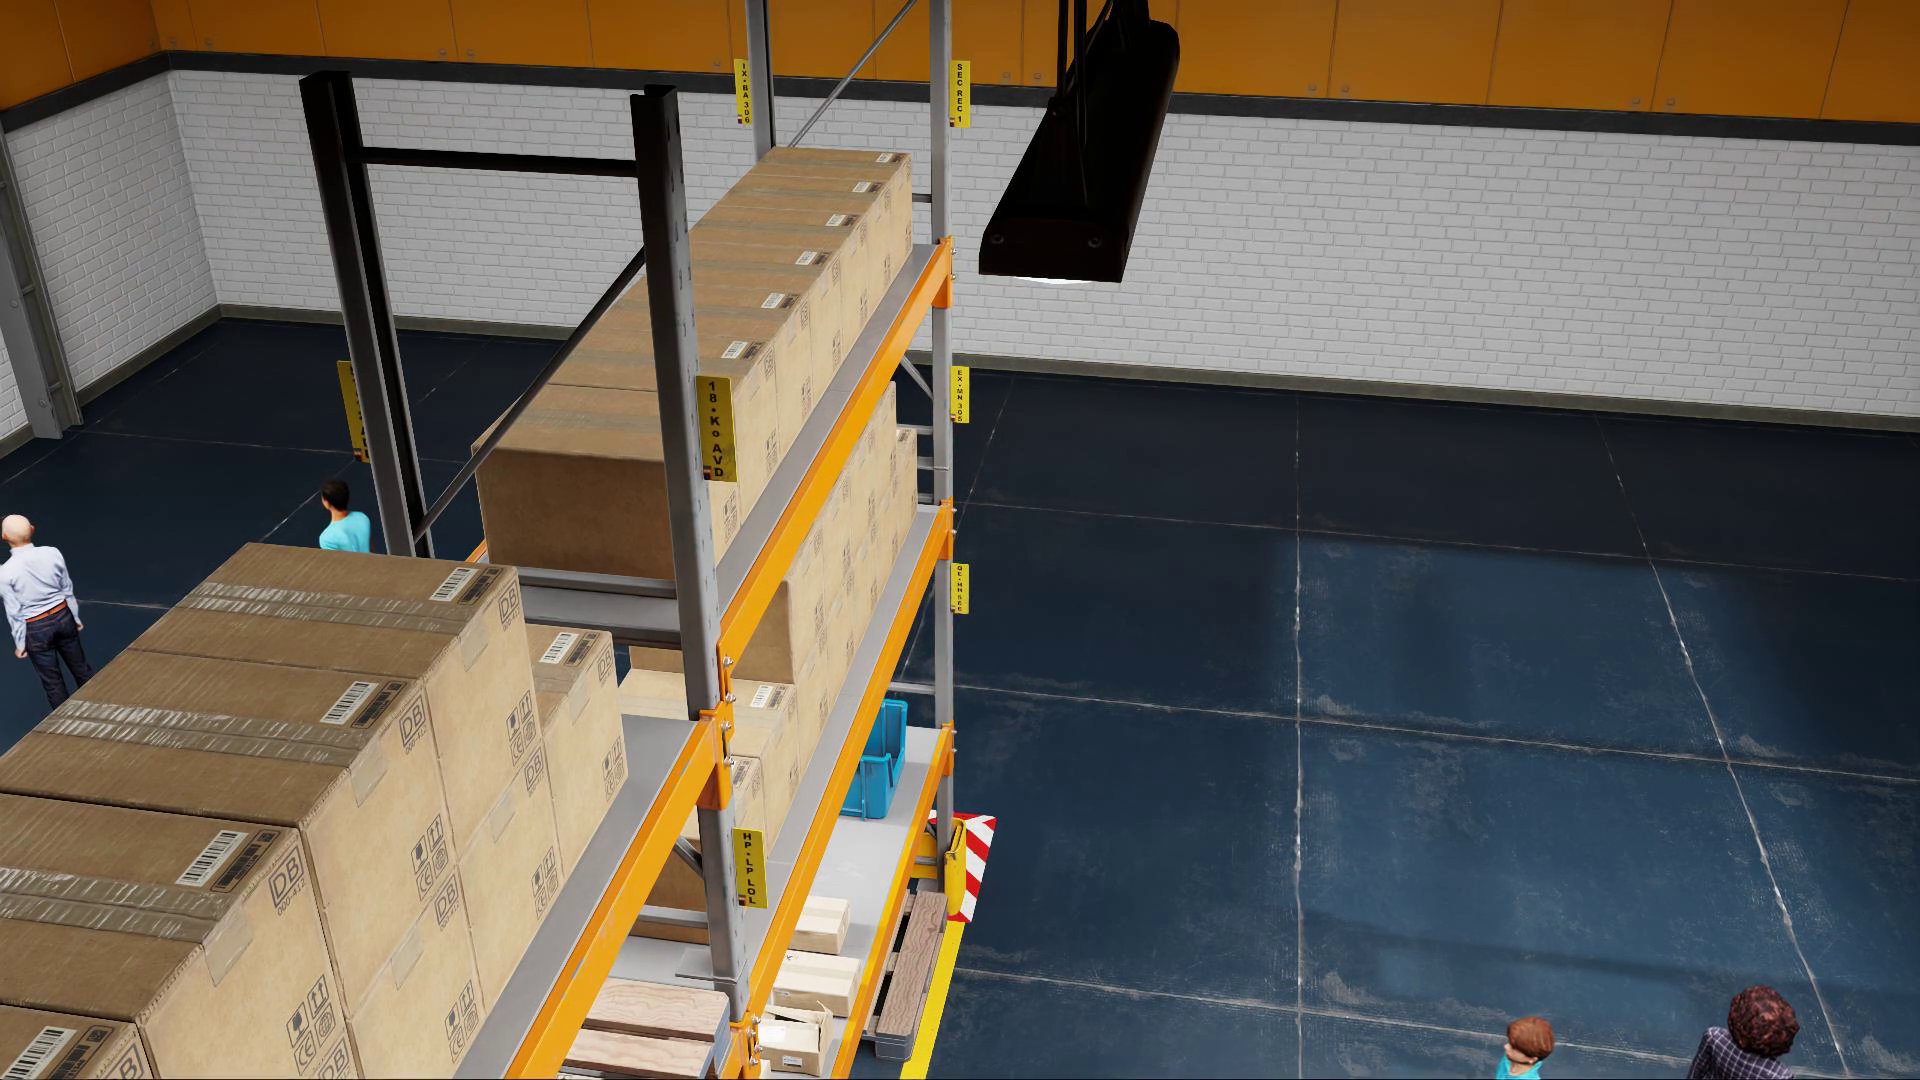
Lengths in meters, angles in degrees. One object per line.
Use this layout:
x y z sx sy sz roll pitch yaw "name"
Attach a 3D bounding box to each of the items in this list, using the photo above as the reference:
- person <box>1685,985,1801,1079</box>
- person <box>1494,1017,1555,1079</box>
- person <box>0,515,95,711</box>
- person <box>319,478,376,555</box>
3.595 2.774 7.820 0.740 1.693 0.698 -22 36 -35 "person"
2.637 2.839 7.955 0.623 1.449 0.486 -2 29 -5 "person"
-6.389 0.626 11.654 0.780 1.792 0.647 17 33 29 "person"
-4.397 0.360 12.161 0.720 1.774 0.514 11 30 19 "person"
